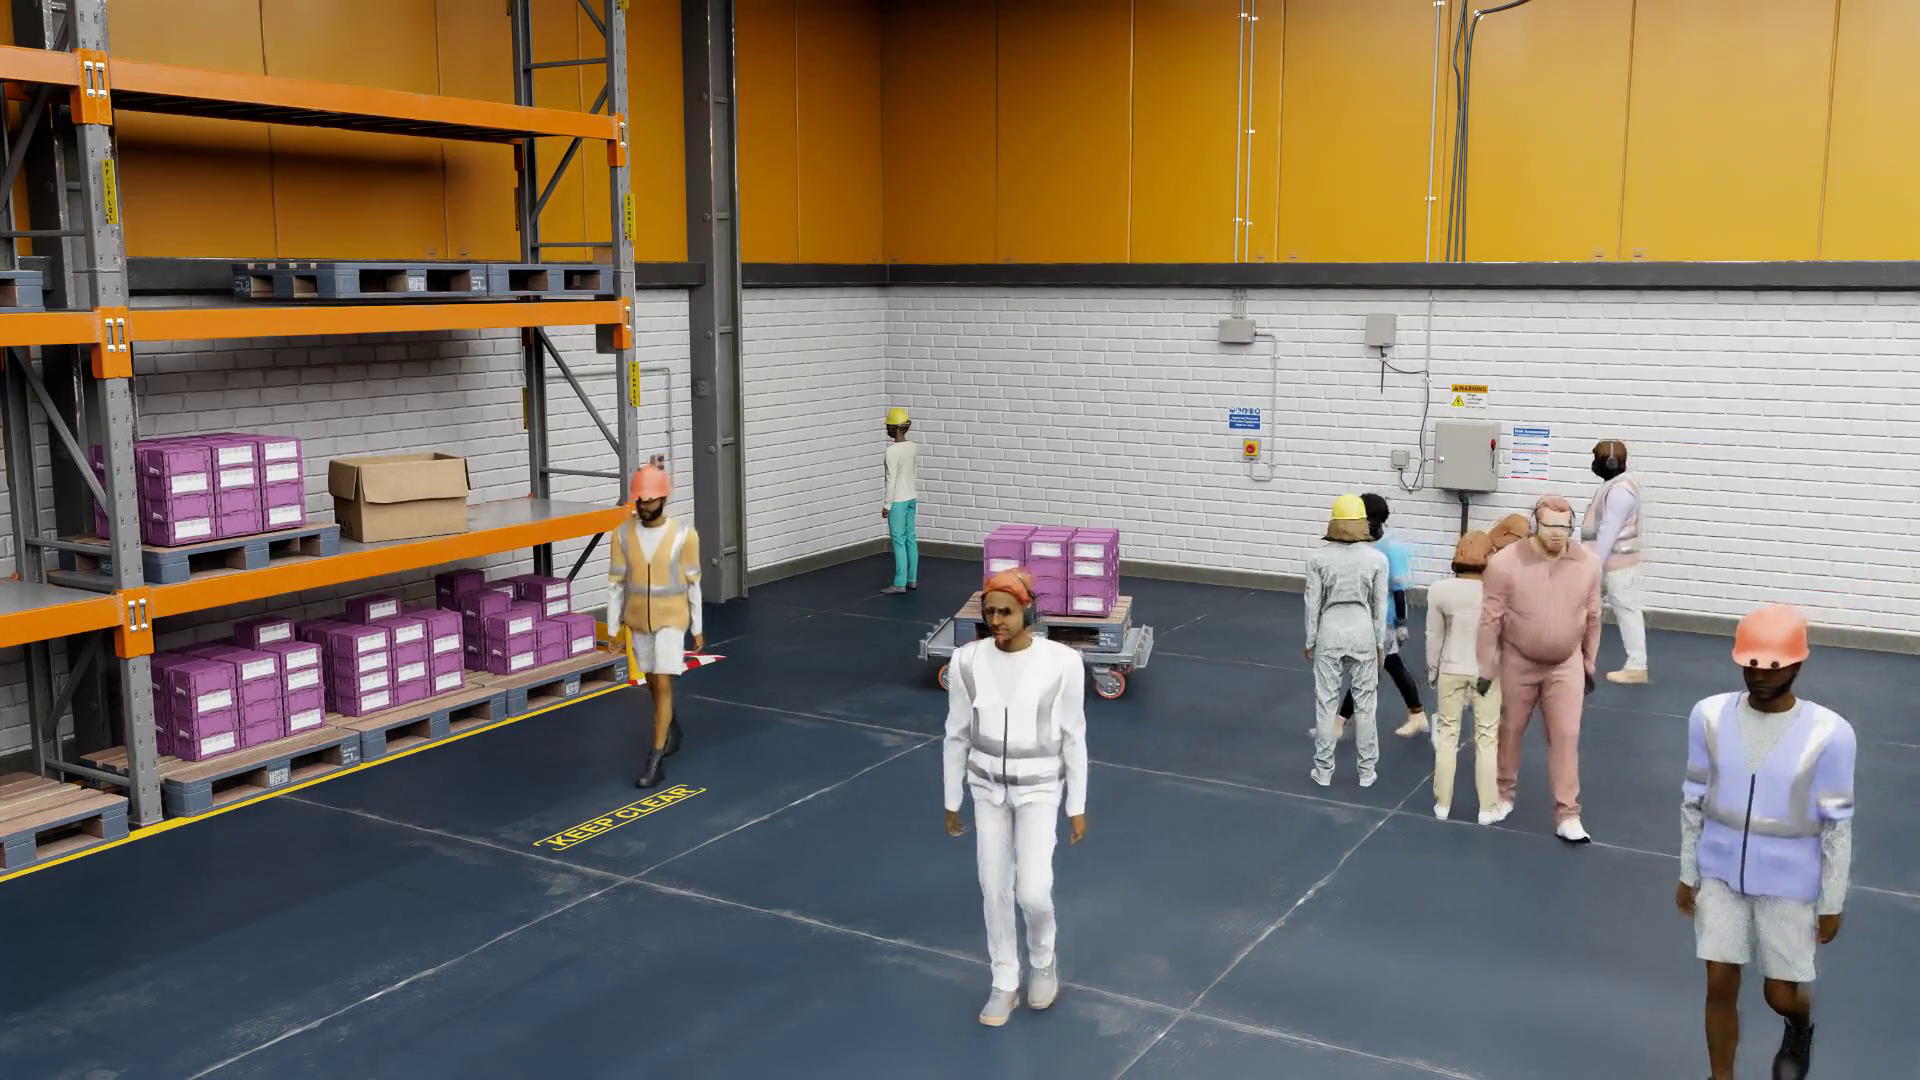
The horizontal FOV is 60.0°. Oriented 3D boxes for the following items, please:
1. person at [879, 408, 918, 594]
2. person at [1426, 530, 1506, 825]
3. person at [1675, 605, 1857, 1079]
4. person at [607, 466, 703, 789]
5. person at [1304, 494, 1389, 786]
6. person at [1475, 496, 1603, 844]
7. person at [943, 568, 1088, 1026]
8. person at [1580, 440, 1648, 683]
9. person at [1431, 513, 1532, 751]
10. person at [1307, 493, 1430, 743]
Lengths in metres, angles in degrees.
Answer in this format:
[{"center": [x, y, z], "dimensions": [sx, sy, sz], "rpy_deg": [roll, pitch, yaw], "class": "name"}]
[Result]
[{"center": [-0.584, -0.368, 15.772], "dimensions": [0.315, 1.768, 0.526], "rpy_deg": [4, 10, 25], "class": "person"}, {"center": [2.816, 0.756, 9.175], "dimensions": [0.499, 1.631, 0.283], "rpy_deg": [5, 10, 26], "class": "person"}, {"center": [2.823, 1.152, 5.828], "dimensions": [0.550, 1.922, 0.650], "rpy_deg": [8, 12, 42], "class": "person"}, {"center": [-1.848, 0.474, 10.143], "dimensions": [0.562, 1.895, 0.992], "rpy_deg": [1, 9, 8], "class": "person"}, {"center": [2.277, 0.594, 9.850], "dimensions": [0.487, 1.741, 0.313], "rpy_deg": [1, 9, 9], "class": "person"}, {"center": [3.129, 0.686, 8.959], "dimensions": [0.676, 1.860, 0.811], "rpy_deg": [1, 9, 4], "class": "person"}, {"center": [0.206, 1.038, 6.677], "dimensions": [0.599, 1.866, 0.417], "rpy_deg": [4, 10, 21], "class": "person"}, {"center": [4.709, 0.161, 12.337], "dimensions": [0.916, 1.797, 0.645], "rpy_deg": [2, 9, 13], "class": "person"}, {"center": [3.171, 0.619, 10.082], "dimensions": [0.553, 1.607, 0.590], "rpy_deg": [-4, 10, -25], "class": "person"}, {"center": [2.696, 0.505, 10.714], "dimensions": [0.871, 1.636, 0.540], "rpy_deg": [-1, 9, -9], "class": "person"}]
